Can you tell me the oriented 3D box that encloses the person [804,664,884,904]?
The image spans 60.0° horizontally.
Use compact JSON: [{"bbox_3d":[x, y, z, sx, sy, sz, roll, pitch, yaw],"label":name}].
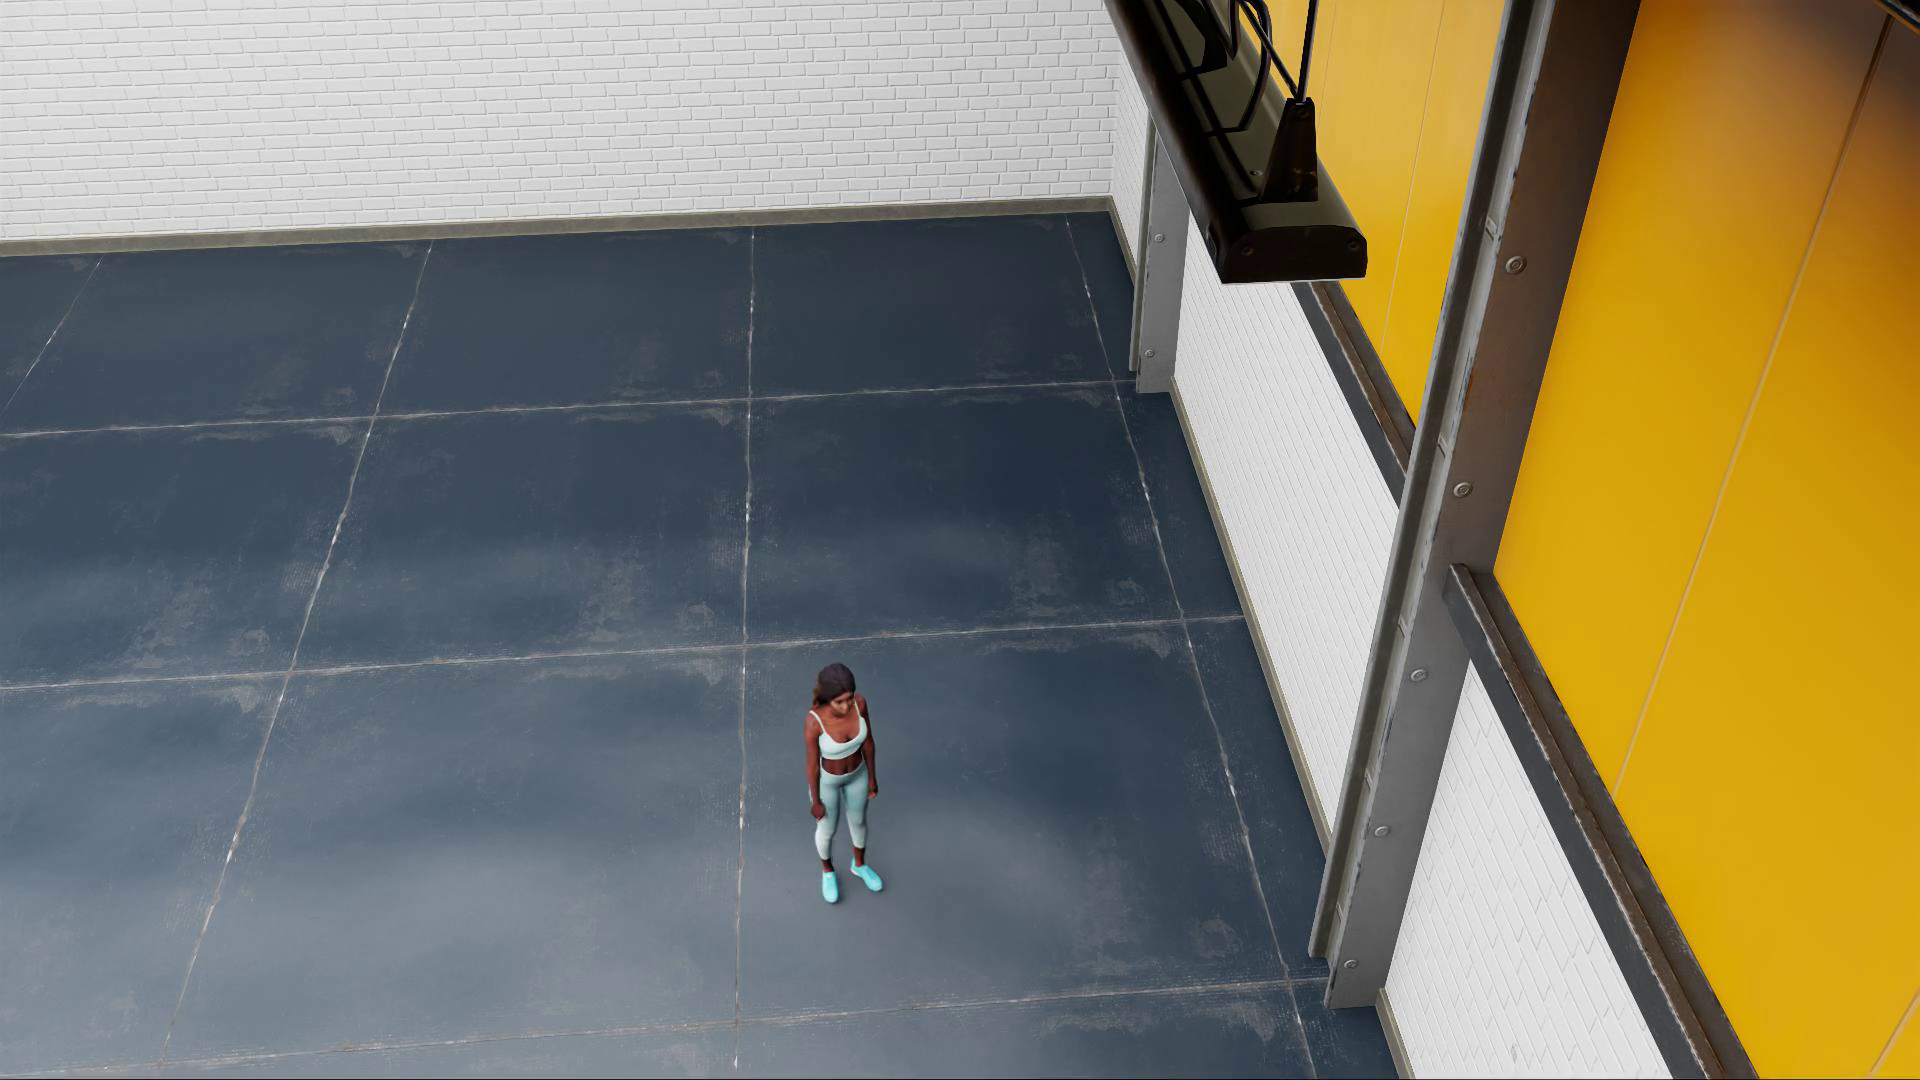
[{"bbox_3d":[-0.657,1.312,9.091,0.639,1.724,0.652,-20,43,-23],"label":"person"}]
